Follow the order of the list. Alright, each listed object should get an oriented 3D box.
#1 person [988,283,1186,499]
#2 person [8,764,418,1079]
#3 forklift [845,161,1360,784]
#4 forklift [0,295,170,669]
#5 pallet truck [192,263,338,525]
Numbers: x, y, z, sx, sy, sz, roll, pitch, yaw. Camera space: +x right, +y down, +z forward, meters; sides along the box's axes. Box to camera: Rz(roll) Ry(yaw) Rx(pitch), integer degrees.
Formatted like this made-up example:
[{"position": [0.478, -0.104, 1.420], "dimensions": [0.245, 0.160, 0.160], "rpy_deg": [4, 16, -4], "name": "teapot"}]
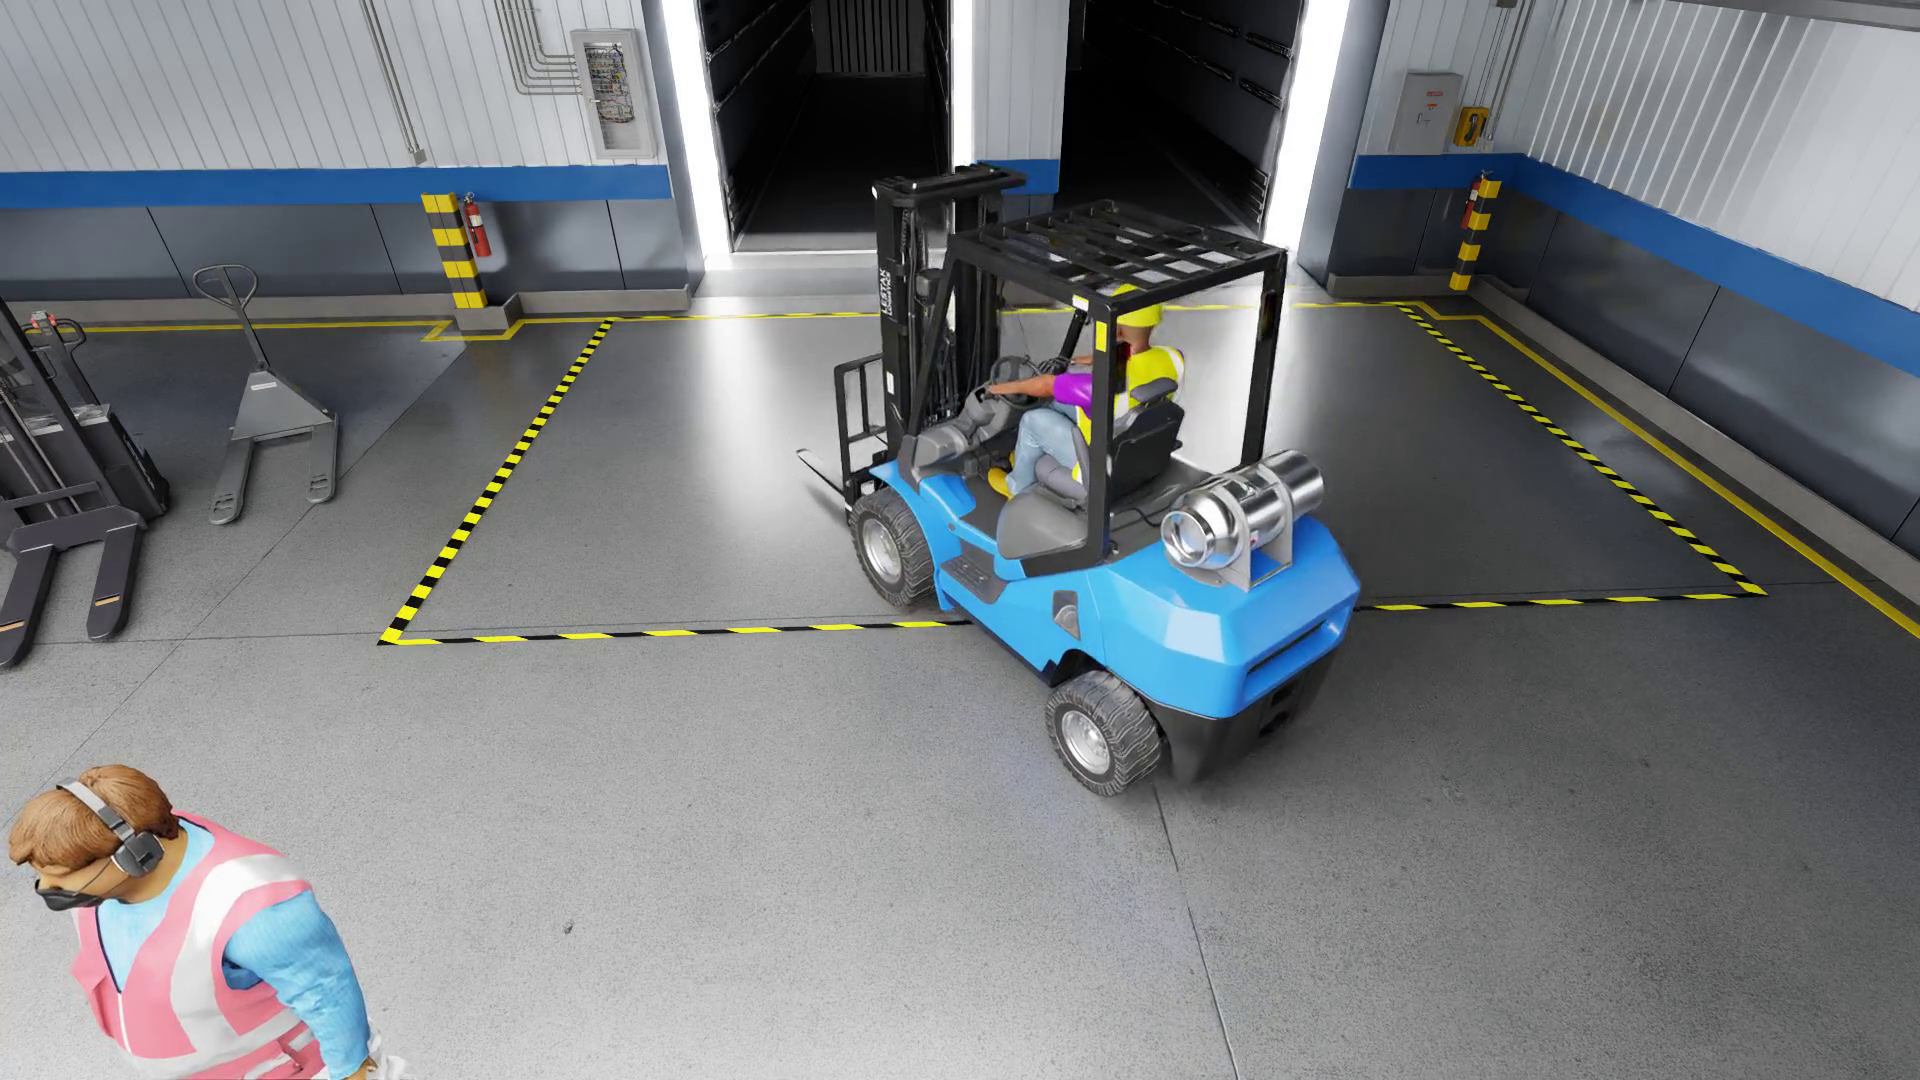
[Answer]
[{"position": [0.528, -0.659, 4.299], "dimensions": [0.635, 1.294, 1.004], "rpy_deg": [-23, 41, -30], "name": "person"}, {"position": [-1.769, 1.243, 2.340], "dimensions": [0.621, 1.845, 0.431], "rpy_deg": [12, 37, 17], "name": "person"}, {"position": [0.558, -0.476, 4.363], "dimensions": [1.157, 2.036, 2.680], "rpy_deg": [-23, 41, -30], "name": "forklift"}, {"position": [-5.212, -0.618, 4.878], "dimensions": [0.823, 1.965, 1.885], "rpy_deg": [-20, 39, -26], "name": "forklift"}, {"position": [-4.778, -1.027, 6.128], "dimensions": [0.680, 1.201, 1.601], "rpy_deg": [-17, 38, -23], "name": "pallet truck"}]
